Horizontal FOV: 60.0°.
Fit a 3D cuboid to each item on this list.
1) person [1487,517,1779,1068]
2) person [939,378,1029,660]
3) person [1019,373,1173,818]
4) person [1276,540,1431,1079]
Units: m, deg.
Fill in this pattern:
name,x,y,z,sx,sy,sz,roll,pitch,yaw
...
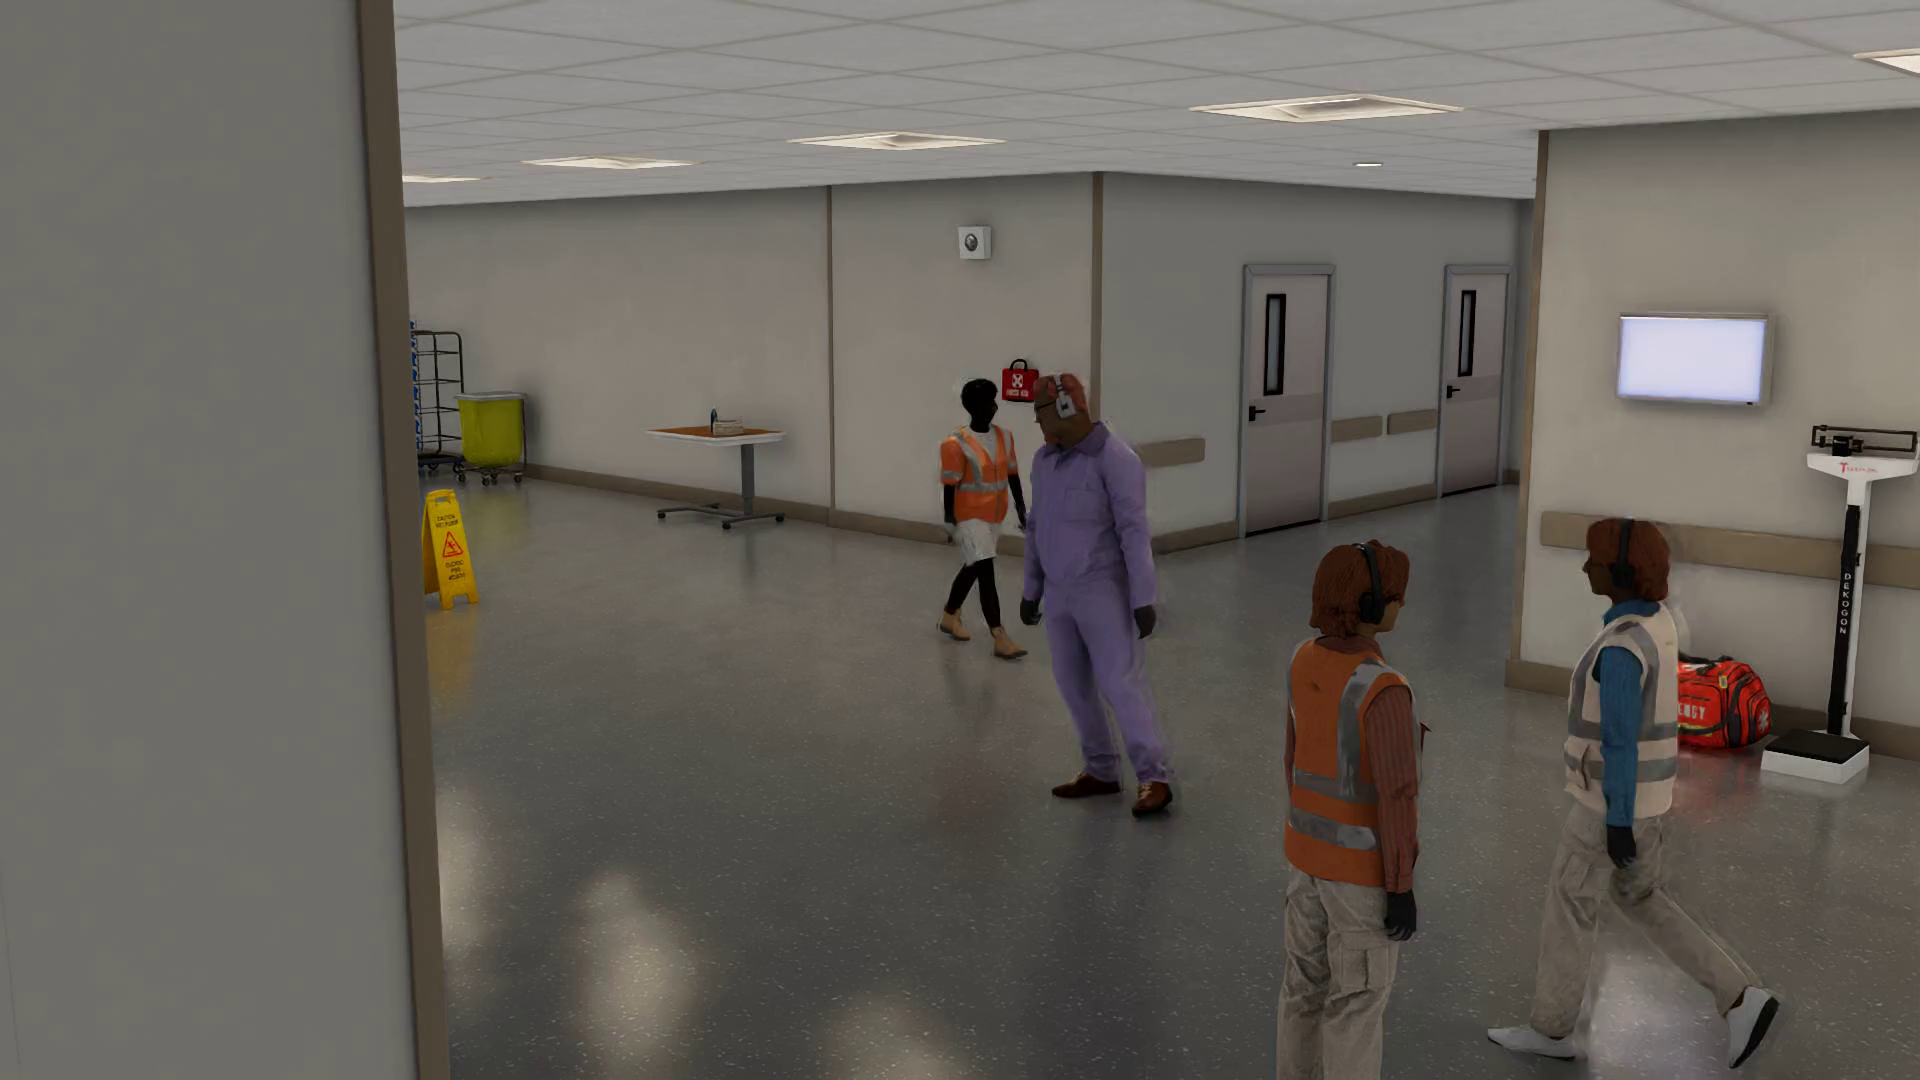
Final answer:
name,x,y,z,sx,sy,sz,roll,pitch,yaw
person,1.926,0.733,4.705,0.688,1.617,0.516,7,11,35
person,0.119,-0.150,10.016,0.537,1.653,0.868,-9,13,-44
person,0.545,0.220,7.116,0.419,1.862,0.745,-7,12,-38
person,0.967,0.815,4.145,0.308,1.639,0.511,-3,10,-19
